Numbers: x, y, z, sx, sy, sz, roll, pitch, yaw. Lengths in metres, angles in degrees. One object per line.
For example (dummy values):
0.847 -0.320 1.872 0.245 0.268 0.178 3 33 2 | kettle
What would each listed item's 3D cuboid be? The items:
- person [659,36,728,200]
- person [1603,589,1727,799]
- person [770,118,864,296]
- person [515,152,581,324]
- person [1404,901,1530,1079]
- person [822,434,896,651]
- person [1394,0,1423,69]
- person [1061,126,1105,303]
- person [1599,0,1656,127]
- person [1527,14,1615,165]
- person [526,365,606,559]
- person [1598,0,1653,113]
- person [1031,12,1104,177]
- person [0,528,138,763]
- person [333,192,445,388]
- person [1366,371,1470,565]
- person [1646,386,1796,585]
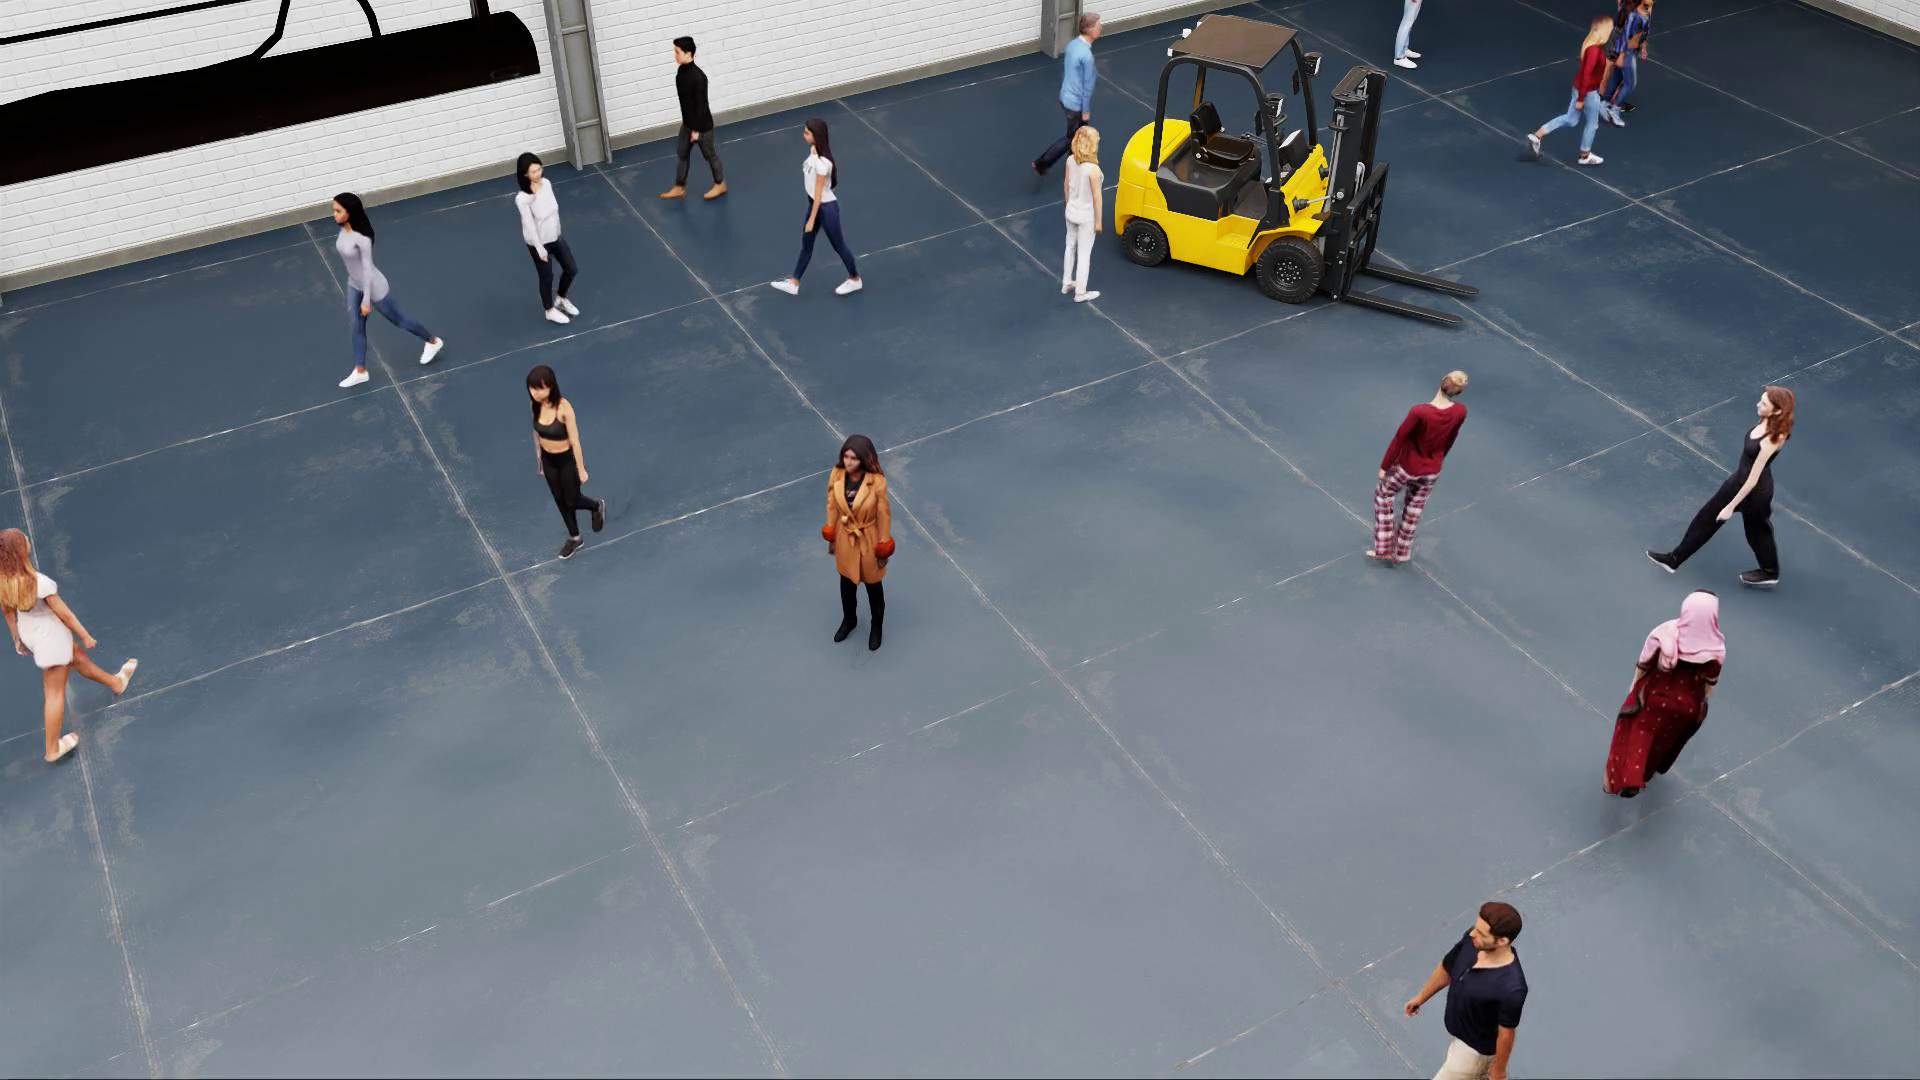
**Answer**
-2.577 -4.221 16.692 0.970 1.698 0.736 -27 46 -30 | person
4.354 0.991 10.223 0.872 1.626 0.966 17 42 20 | person
-1.142 -2.982 15.110 1.135 1.737 0.754 -13 40 -15 | person
-3.763 -2.671 14.763 0.786 1.683 0.695 16 41 19 | person
2.643 2.425 8.279 1.191 1.811 0.908 -5 39 -6 | person
-0.690 0.018 11.367 0.775 1.719 0.811 13 41 16 | person
5.331 -6.491 19.410 0.784 1.852 0.686 15 41 18 | person
1.100 -2.985 15.167 0.580 1.669 0.632 -26 45 -29 | person
7.197 -5.331 18.149 0.792 1.613 0.701 22 44 25 | person
6.429 -4.666 17.323 1.130 1.605 0.977 3 39 4 | person
-2.878 -0.620 12.233 0.778 1.635 0.862 15 41 18 | person
7.395 -5.690 18.400 0.648 1.861 0.713 -12 40 -15 | person
1.106 -4.460 16.925 1.052 1.781 0.847 -11 40 -13 | person
-5.849 0.699 10.575 1.053 1.642 1.165 13 40 15 | person
-4.896 -2.147 14.096 1.249 1.696 0.836 -32 48 -33 | person
3.321 -0.531 12.097 0.672 1.666 0.845 -13 40 -16 | person
5.729 -0.314 11.816 1.224 1.678 1.093 6 39 7 | person
